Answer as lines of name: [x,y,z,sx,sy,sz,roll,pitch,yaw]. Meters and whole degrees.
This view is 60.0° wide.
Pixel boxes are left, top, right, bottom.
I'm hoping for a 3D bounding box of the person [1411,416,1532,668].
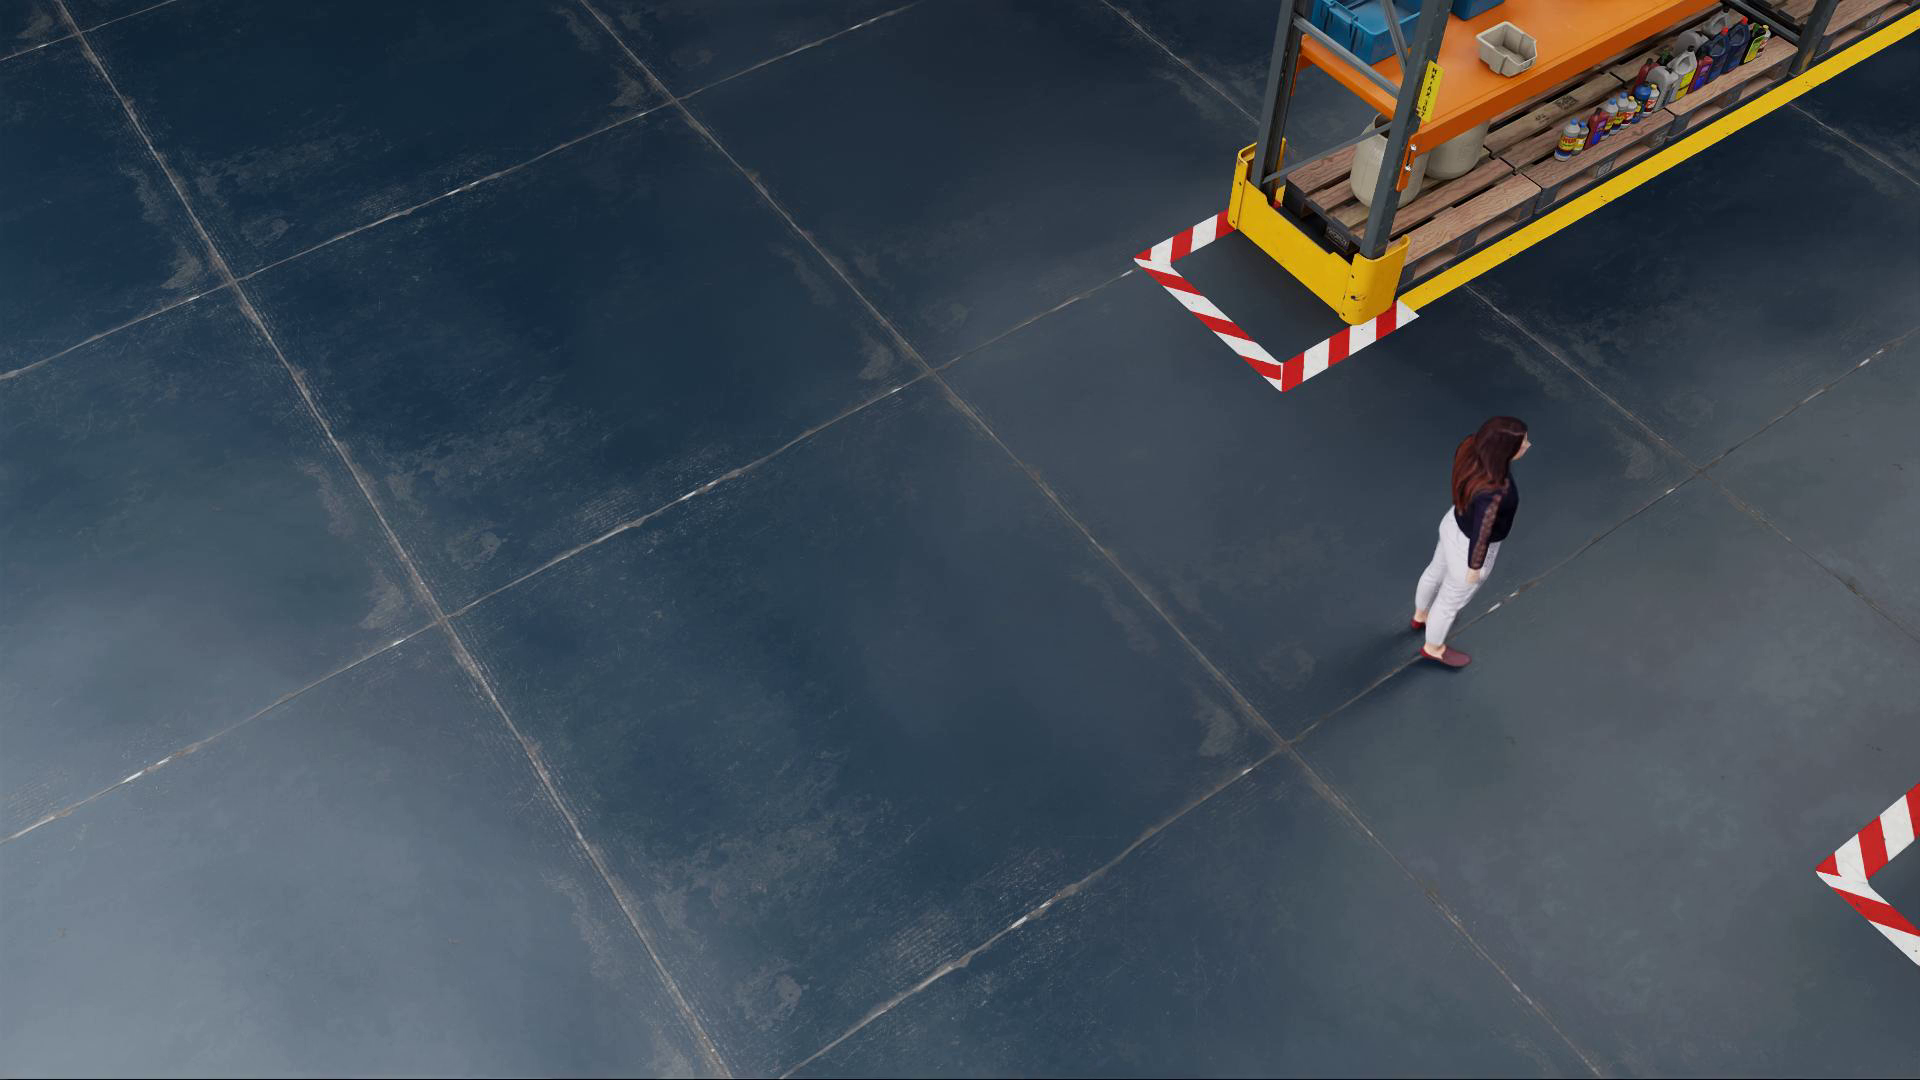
person: [2.370,-0.002,7.712,0.712,1.608,0.686,-1,52,0]
